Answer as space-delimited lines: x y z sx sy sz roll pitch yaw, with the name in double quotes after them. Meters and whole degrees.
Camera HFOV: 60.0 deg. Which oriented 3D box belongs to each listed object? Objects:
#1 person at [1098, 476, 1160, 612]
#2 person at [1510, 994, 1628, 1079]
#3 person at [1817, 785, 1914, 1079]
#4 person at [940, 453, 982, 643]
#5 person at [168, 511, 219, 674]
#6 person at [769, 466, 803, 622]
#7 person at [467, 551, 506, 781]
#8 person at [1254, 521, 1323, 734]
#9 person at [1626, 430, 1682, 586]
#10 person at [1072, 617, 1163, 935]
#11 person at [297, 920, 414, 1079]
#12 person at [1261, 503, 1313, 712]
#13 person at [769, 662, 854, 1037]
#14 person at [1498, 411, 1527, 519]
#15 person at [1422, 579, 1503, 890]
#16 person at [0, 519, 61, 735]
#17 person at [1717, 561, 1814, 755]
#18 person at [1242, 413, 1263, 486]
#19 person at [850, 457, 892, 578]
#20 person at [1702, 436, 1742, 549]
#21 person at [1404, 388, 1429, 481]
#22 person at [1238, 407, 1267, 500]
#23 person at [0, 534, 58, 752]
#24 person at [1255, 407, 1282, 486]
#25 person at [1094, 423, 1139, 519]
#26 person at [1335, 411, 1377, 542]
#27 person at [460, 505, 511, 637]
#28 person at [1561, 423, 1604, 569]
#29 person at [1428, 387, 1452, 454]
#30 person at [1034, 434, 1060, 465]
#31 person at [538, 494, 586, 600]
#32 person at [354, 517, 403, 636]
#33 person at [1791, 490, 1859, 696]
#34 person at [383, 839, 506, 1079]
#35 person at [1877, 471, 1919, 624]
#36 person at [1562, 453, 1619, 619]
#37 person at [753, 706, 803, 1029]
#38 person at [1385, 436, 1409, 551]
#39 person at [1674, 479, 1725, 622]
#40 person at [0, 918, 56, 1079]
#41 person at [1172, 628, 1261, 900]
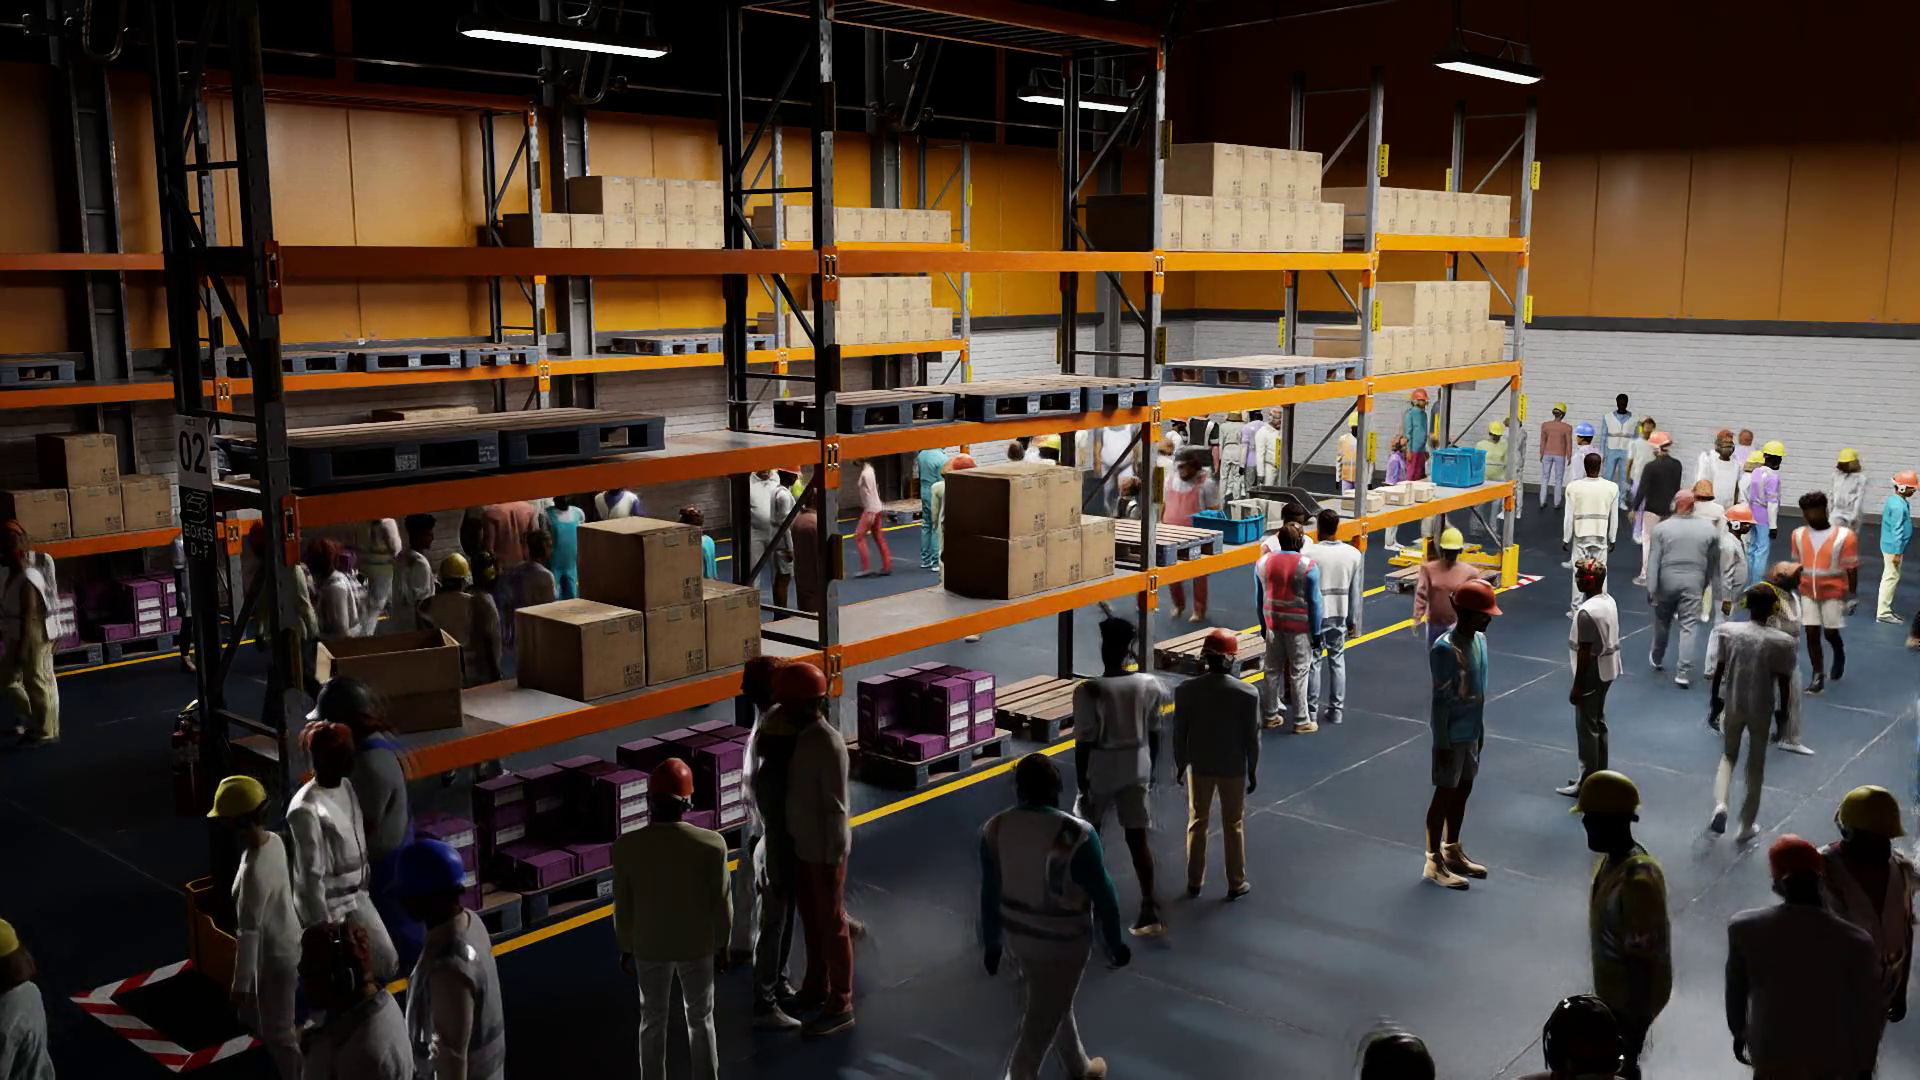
1.953 0.055 19.205 0.696 1.614 0.523 -3 10 -19 "person"
1.817 2.277 4.991 0.627 1.941 0.371 0 10 -3 "person"
3.895 1.949 7.294 0.593 1.825 0.403 -2 10 -10 "person"
0.042 0.080 17.810 0.607 2.040 0.378 5 11 30 "person"
-7.586 0.474 16.505 0.319 1.691 0.536 3 10 19 "person"
-1.915 0.034 18.419 0.379 1.927 0.542 -3 10 -16 "person"
-3.640 1.014 12.860 0.334 1.852 0.676 -6 11 -30 "person"
2.853 0.754 14.373 0.627 1.847 0.429 8 12 39 "person"
8.701 -0.391 20.799 0.627 1.976 0.454 -6 11 -32 "person"
0.978 1.427 10.176 0.615 1.914 0.994 -3 10 -17 "person"
-2.042 2.195 5.624 0.400 1.900 0.636 -4 10 -24 "person"
2.964 0.597 15.129 0.597 1.909 0.405 -6 11 -33 "person"
-0.788 1.618 8.812 0.414 1.986 0.637 -5 11 -29 "person"
8.731 -1.201 26.332 0.492 1.746 0.284 -4 10 -23 "person"
3.290 1.252 10.859 0.406 2.031 0.612 9 13 42 "person"
-8.068 0.748 14.315 0.588 1.878 0.371 -3 10 -19 "person"
6.759 0.954 13.862 0.517 1.611 0.707 -6 11 -33 "person"
4.709 -1.208 26.517 0.535 1.697 0.321 -4 10 -24 "person"
-1.173 -0.369 21.412 0.637 1.723 0.526 0 10 1 "person"
9.772 -0.421 21.381 0.506 1.846 0.350 -1 10 -4 "person"
7.504 -1.495 27.348 0.377 1.995 0.608 9 13 42 "person"
4.585 -1.217 25.943 0.591 1.913 0.394 -7 12 -35 "person"
-7.780 0.856 13.831 0.558 1.826 0.466 9 13 44 "person"
4.706 -1.041 24.946 0.652 1.897 0.399 -7 12 -38 "person"
2.421 -1.251 25.756 0.693 2.000 0.906 1 10 5 "person"
5.689 -0.897 23.973 0.587 1.928 0.362 6 11 34 "person"
-5.071 0.075 17.838 0.535 2.000 0.720 1 10 5 "person"
8.255 -0.582 22.036 0.602 1.948 0.387 -8 13 -41 "person"
8.326 -1.723 28.919 0.367 1.933 0.638 2 10 15 "person"
1.137 -0.375 20.934 0.625 1.905 0.459 9 13 42 "person"
-4.116 0.279 17.247 0.637 1.835 0.442 -8 12 -39 "person"
-5.900 0.308 17.180 0.655 1.790 0.945 9 13 44 "person"
8.169 0.484 15.726 0.630 1.926 0.640 -8 12 -39 "person"
-1.925 2.059 6.300 0.408 1.938 0.611 -2 10 -13 "person"
10.555 0.078 18.721 0.350 1.739 0.575 4 10 25 "person"
7.138 -0.030 18.847 0.588 1.913 0.390 2 10 9 "person"
-0.935 1.728 8.898 0.320 1.737 0.487 1 10 6 "person"
6.142 -0.657 23.437 0.313 1.631 0.523 3 10 17 "person"
8.359 0.120 18.809 0.510 1.625 0.284 1 10 7 "person"
-3.537 2.204 6.179 0.939 1.683 0.493 -4 10 -23 "person"
1.642 1.425 10.641 0.564 1.748 0.339 3 10 18 "person"
